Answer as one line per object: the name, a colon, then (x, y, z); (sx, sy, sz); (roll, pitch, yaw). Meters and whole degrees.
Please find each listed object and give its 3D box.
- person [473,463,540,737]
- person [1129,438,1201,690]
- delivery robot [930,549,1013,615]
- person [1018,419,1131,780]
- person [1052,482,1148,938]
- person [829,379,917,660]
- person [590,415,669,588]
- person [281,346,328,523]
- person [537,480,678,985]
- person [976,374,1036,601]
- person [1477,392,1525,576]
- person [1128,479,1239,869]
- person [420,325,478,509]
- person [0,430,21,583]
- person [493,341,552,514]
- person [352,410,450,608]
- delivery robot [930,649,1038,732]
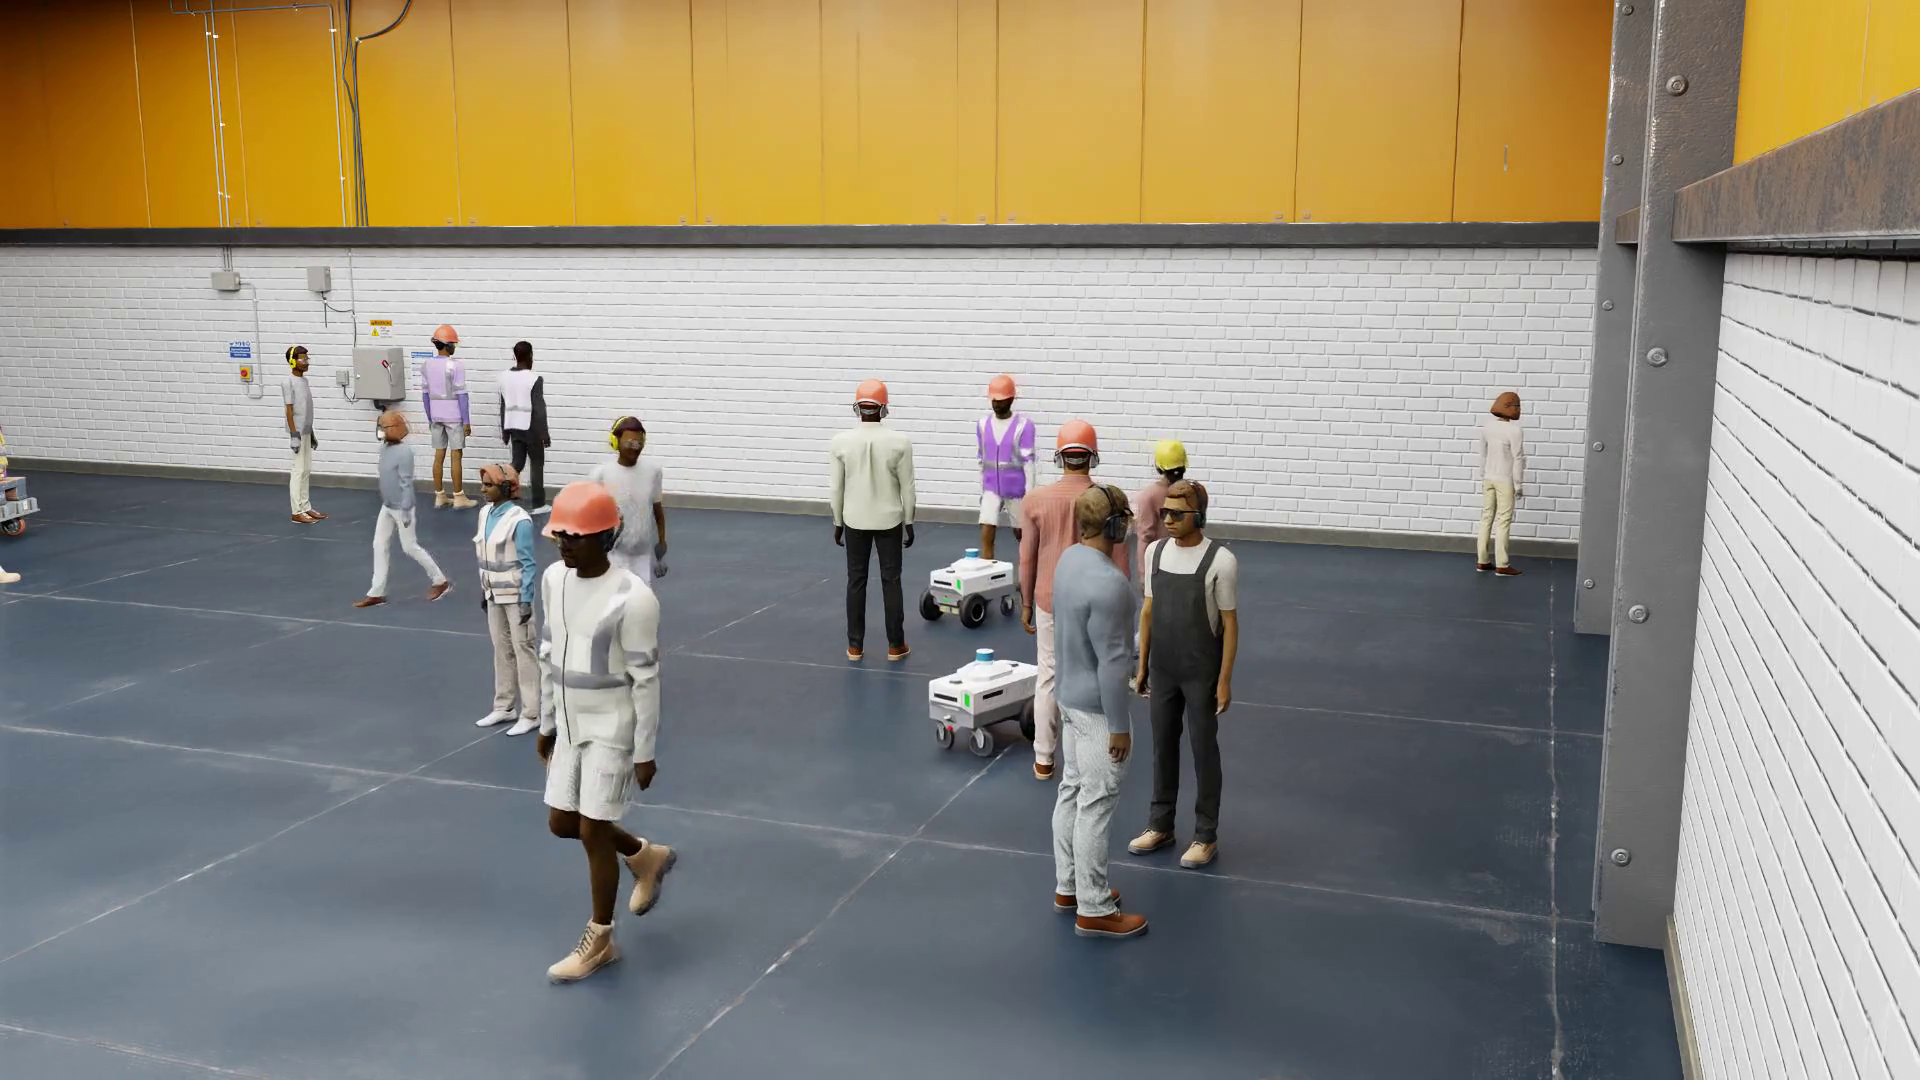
person: (-2.710, 0.350, 9.973); (0.515, 1.641, 0.315); (9, 14, 43)
person: (1.300, 0.177, 10.708); (0.587, 1.723, 0.617); (-9, 13, -41)
delivery robot: (0.095, 0.312, 12.983); (0.477, 0.478, 0.707); (8, 13, 40)
person: (0.623, 0.336, 9.085); (0.615, 1.987, 0.407); (1, 10, 8)
person: (0.584, 0.714, 7.085); (0.358, 1.939, 0.636); (-3, 10, -14)
person: (-0.608, -0.135, 11.707); (0.609, 1.995, 0.375); (0, 10, 3)
person: (-2.203, 0.077, 10.964); (0.535, 1.841, 0.714); (-7, 12, -33)
person: (-6.950, -1.117, 17.589); (0.328, 1.872, 0.512); (0, 10, -1)
person: (-1.403, 0.740, 6.709); (0.627, 2.023, 0.663); (8, 13, 39)
person: (0.400, -0.443, 13.791); (0.548, 1.887, 0.993); (4, 11, 24)
person: (4.821, -0.503, 14.799); (0.285, 1.631, 0.502); (-4, 11, -23)
person: (1.059, 0.623, 7.863); (0.520, 1.844, 0.330); (8, 13, 39)
person: (-5.673, -1.358, 18.463); (0.607, 2.044, 0.379); (5, 11, 25)
person: (-8.498, -0.541, 14.423); (0.627, 1.847, 0.429); (9, 13, 40)
person: (-4.727, -1.198, 17.958); (0.611, 1.899, 0.735); (6, 12, 29)
person: (-4.572, -0.264, 13.544); (0.757, 1.606, 0.515); (-10, 14, -44)
delivery robot: (0.145, 0.883, 9.764); (0.477, 0.478, 0.707); (9, 13, 40)
